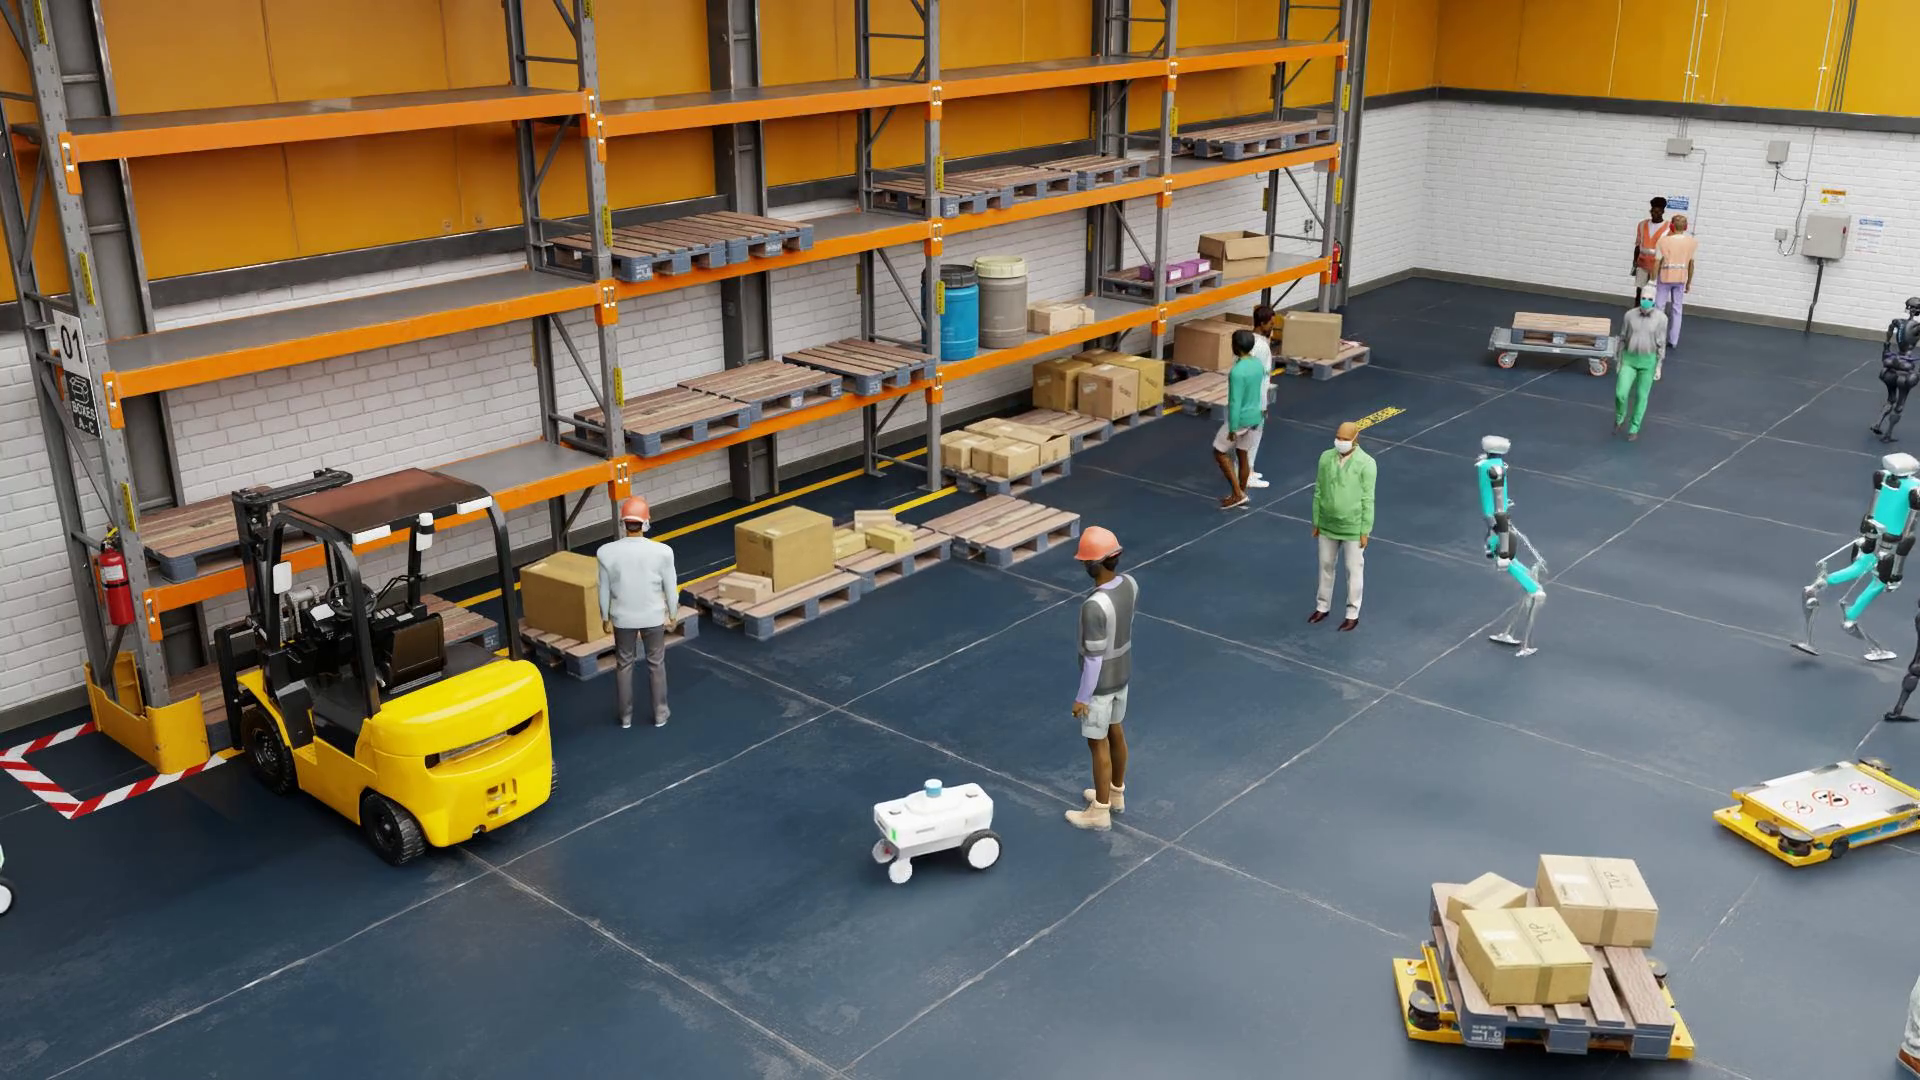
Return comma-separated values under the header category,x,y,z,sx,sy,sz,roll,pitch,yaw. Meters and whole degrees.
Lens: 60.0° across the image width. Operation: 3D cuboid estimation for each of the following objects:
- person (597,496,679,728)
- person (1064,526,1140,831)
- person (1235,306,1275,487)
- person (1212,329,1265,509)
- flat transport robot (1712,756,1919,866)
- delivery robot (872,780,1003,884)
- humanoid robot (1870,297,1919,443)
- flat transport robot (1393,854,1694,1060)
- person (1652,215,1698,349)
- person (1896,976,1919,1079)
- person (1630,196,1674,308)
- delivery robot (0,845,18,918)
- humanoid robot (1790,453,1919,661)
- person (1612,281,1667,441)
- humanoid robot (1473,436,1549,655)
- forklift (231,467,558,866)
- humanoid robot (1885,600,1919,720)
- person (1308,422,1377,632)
category,x,y,z,sx,sy,sz,roll,pitch,yaw
person,-2.313,0.523,12.007,0.572,1.740,0.345,-3,20,-8
person,0.887,0.883,10.617,0.388,2.033,0.605,11,23,28
person,3.034,-1.483,17.209,0.401,1.909,0.598,-3,20,-8
person,2.788,-1.182,16.489,0.515,1.836,0.446,-19,27,-41
flat transport robot,5.683,1.755,10.797,1.431,0.231,0.659,-9,22,-22
delivery robot,-0.165,1.772,10.326,0.769,0.587,0.499,-9,22,-23
humanoid robot,10.602,-1.916,18.707,0.333,1.644,0.585,-9,22,-23
flat transport robot,3.092,2.457,8.894,1.431,0.231,0.659,2,20,6
person,9.794,-3.541,22.883,0.562,1.837,0.378,1,20,2
person,5.061,1.820,8.233,0.625,1.933,0.366,-10,22,-24
person,9.882,-3.929,23.769,0.373,1.958,0.597,-17,26,-38
delivery robot,-5.994,1.984,9.739,0.731,0.578,0.516,-16,26,-37
humanoid robot,6.963,0.196,12.971,1.039,1.775,0.546,-3,20,-7
person,7.646,-2.002,18.722,0.513,1.829,0.413,10,22,25
humanoid robot,4.481,0.050,13.313,0.834,1.794,0.607,1,20,2
forklift,-3.730,0.710,10.856,2.313,2.155,1.214,17,26,38
humanoid robot,7.181,0.556,12.042,0.682,1.637,0.600,-2,20,-5
person,3.150,-0.123,13.719,0.535,1.778,0.388,14,24,33
